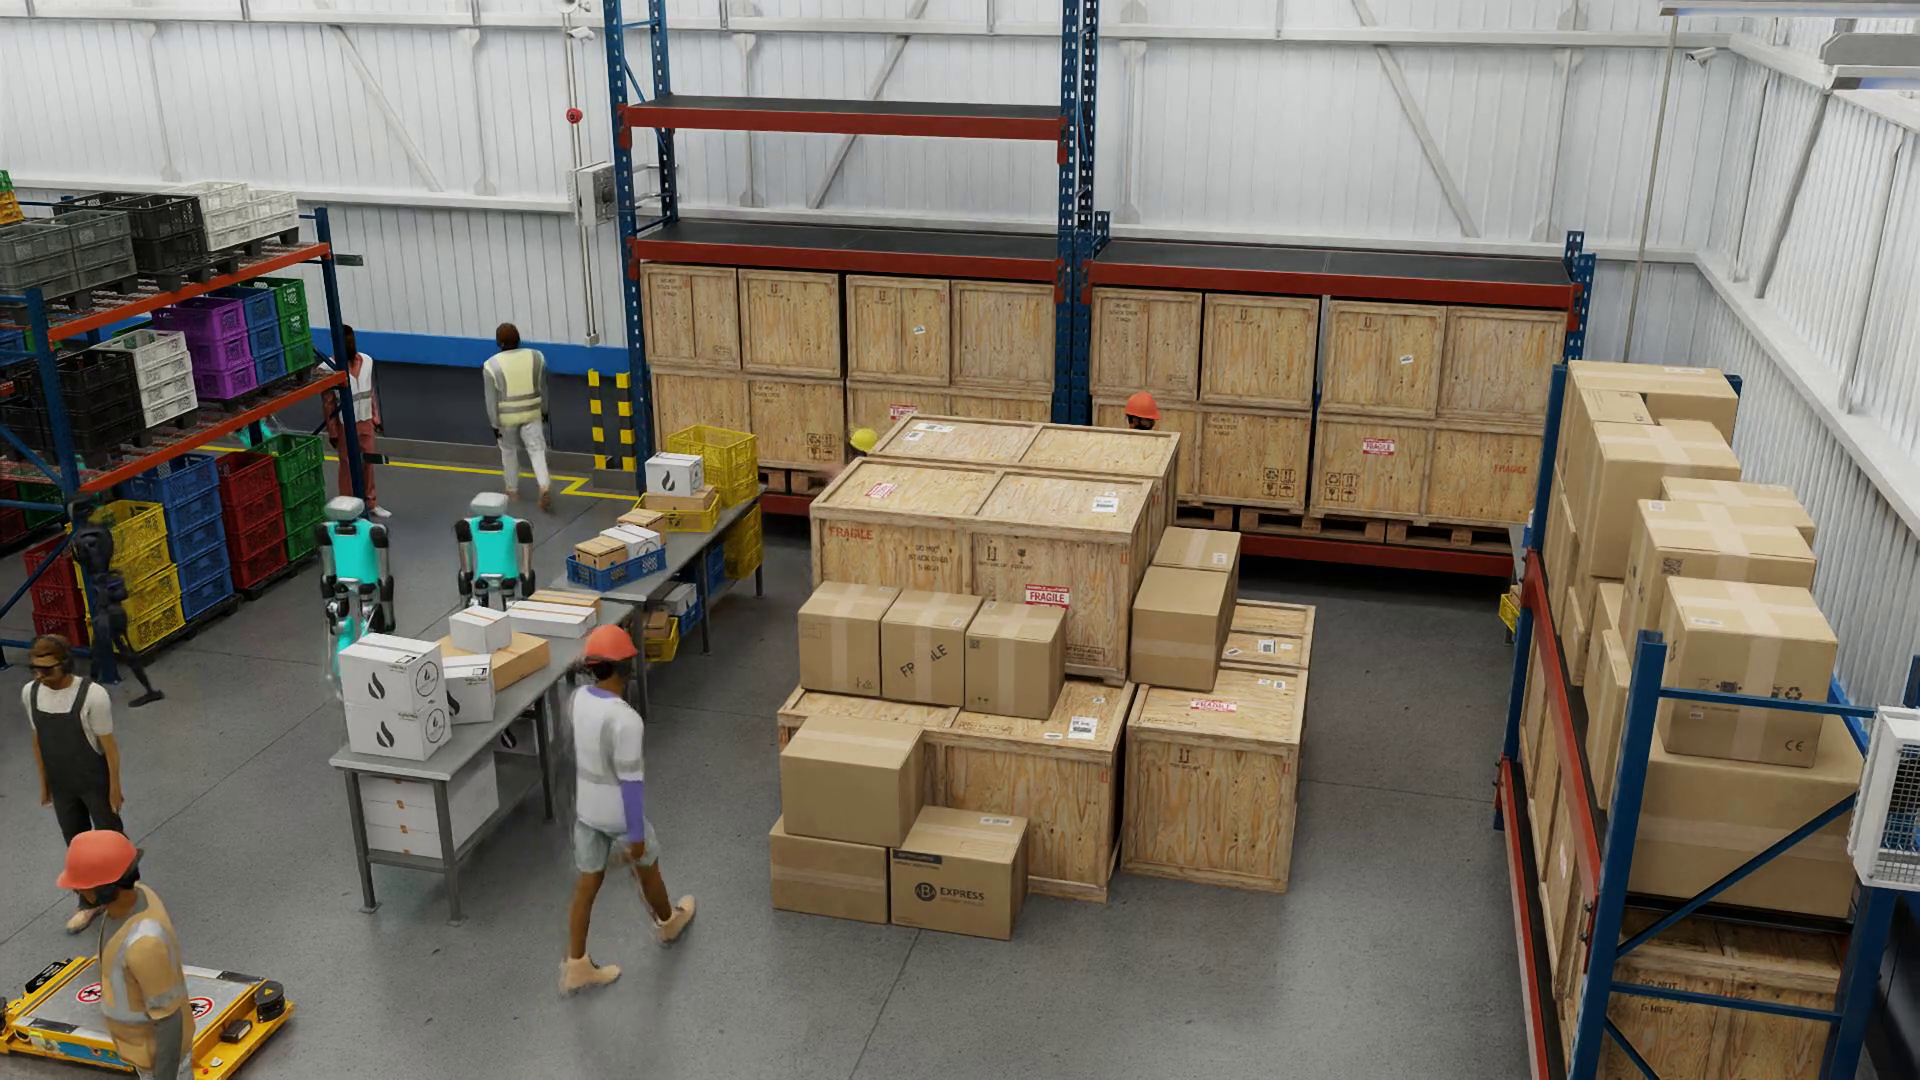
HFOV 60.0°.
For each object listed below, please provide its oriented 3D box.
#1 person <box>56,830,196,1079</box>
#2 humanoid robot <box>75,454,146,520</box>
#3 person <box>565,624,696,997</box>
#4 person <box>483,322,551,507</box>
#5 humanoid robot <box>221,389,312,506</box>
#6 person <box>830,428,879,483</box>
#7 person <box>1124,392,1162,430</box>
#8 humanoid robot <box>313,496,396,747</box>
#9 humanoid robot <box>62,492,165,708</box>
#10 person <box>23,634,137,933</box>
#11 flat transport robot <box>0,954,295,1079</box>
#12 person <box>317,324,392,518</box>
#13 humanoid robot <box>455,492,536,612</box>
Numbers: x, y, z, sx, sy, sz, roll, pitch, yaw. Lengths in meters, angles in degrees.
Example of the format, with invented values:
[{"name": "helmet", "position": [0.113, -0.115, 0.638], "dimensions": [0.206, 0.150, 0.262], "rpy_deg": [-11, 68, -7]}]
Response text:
[{"name": "person", "position": [-3.441, 2.119, 7.026], "dimensions": [0.387, 2.036, 0.613], "rpy_deg": [-14, 25, -32]}, {"name": "humanoid robot", "position": [-7.077, -0.447, 14.195], "dimensions": [0.555, 1.789, 0.923], "rpy_deg": [16, 26, 36]}, {"name": "person", "position": [-1.833, 1.418, 8.928], "dimensions": [0.628, 1.981, 0.978], "rpy_deg": [16, 26, 35]}, {"name": "person", "position": [-4.232, -1.194, 16.001], "dimensions": [0.626, 1.815, 0.821], "rpy_deg": [-10, 23, -25]}, {"name": "humanoid robot", "position": [-6.624, -1.128, 15.976], "dimensions": [0.920, 1.788, 0.556], "rpy_deg": [9, 23, 22]}, {"name": "person", "position": [-0.745, -0.060, 13.188], "dimensions": [0.526, 1.709, 0.882], "rpy_deg": [-18, 27, -39]}, {"name": "person", "position": [1.404, -0.250, 13.368], "dimensions": [0.366, 1.933, 0.550], "rpy_deg": [-1, 21, -3]}, {"name": "humanoid robot", "position": [-4.202, 0.617, 11.388], "dimensions": [0.548, 1.743, 0.984], "rpy_deg": [4, 21, 10]}, {"name": "humanoid robot", "position": [-6.172, 0.459, 11.887], "dimensions": [0.636, 1.643, 0.611], "rpy_deg": [-12, 24, -29]}, {"name": "person", "position": [-4.910, 1.362, 9.292], "dimensions": [0.501, 1.841, 0.348], "rpy_deg": [3, 21, 9]}, {"name": "flat transport robot", "position": [-4.270, 2.464, 8.601], "dimensions": [1.431, 0.231, 0.659], "rpy_deg": [5, 22, 13]}, {"name": "person", "position": [-5.687, -1.086, 15.577], "dimensions": [0.376, 1.916, 0.595], "rpy_deg": [12, 24, 28]}, {"name": "humanoid robot", "position": [-3.212, 0.616, 11.419], "dimensions": [0.540, 1.806, 0.749], "rpy_deg": [1, 21, 2]}]
